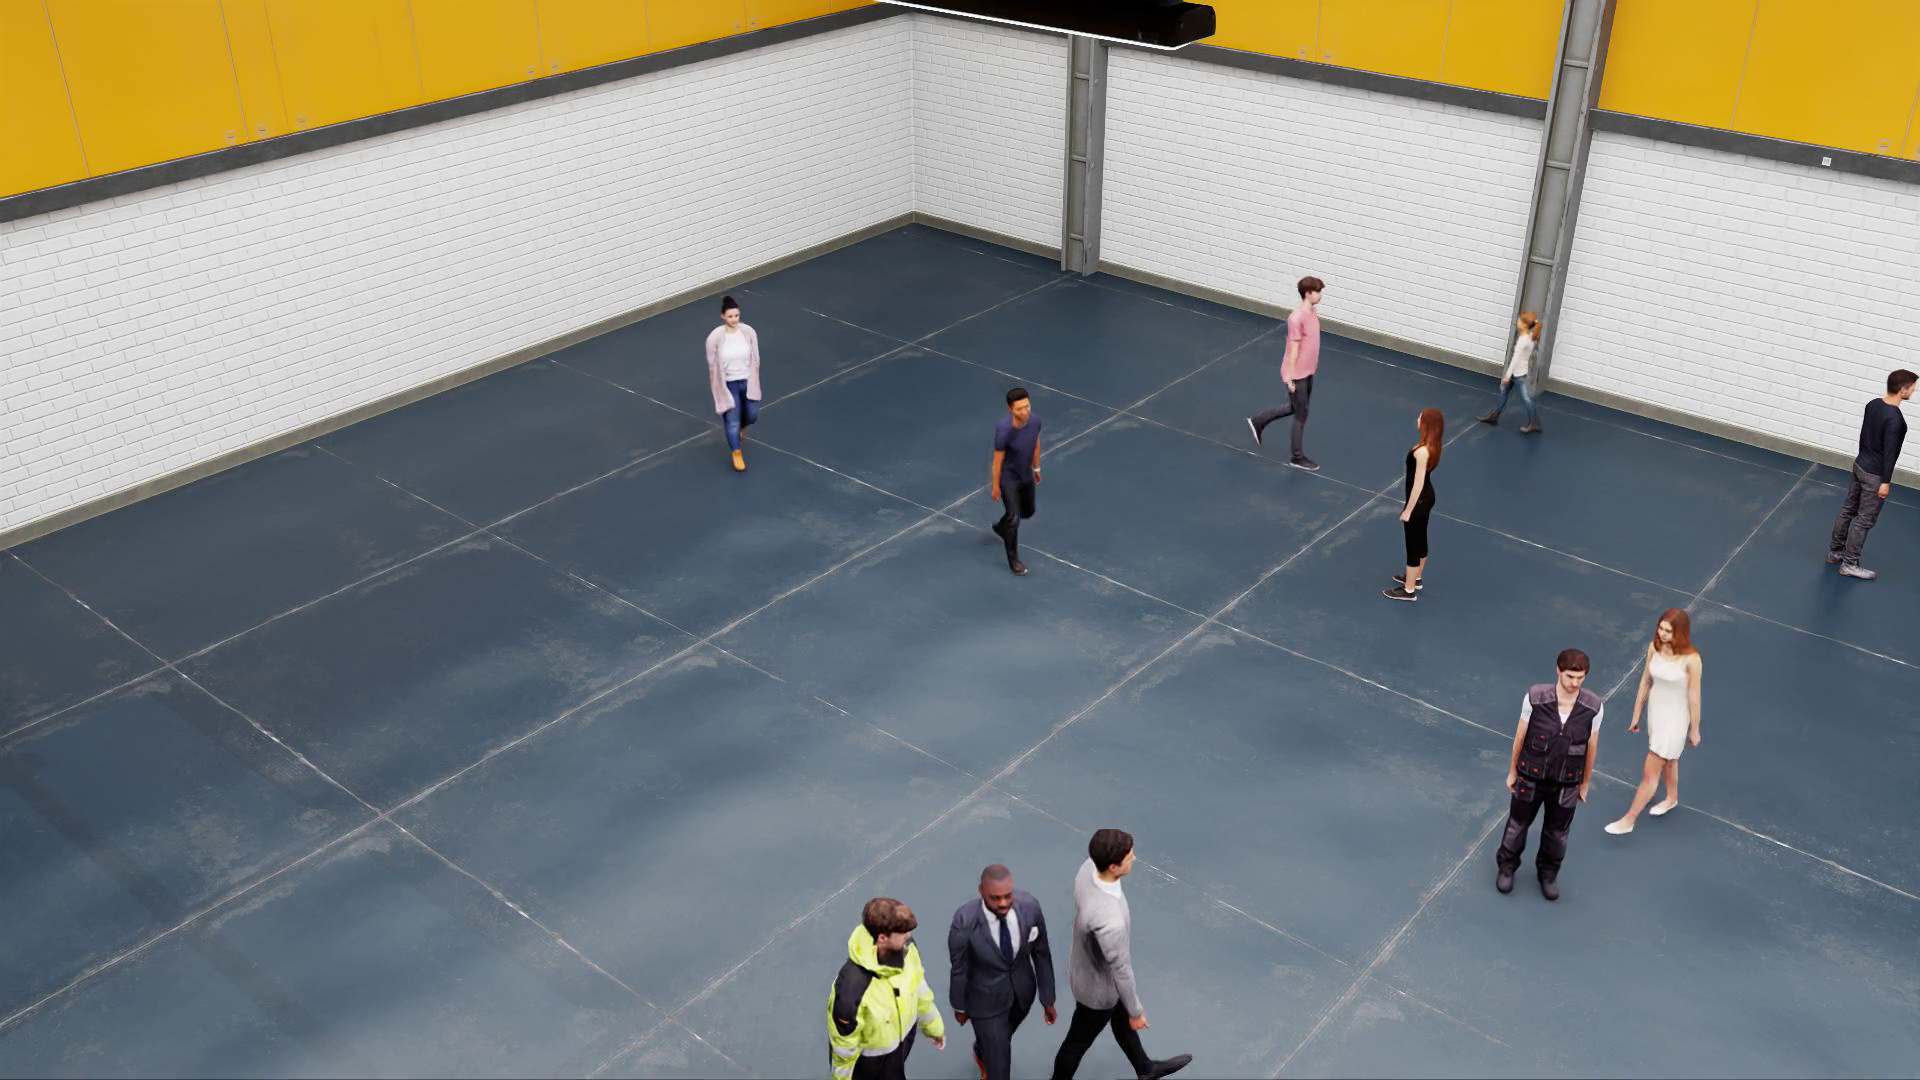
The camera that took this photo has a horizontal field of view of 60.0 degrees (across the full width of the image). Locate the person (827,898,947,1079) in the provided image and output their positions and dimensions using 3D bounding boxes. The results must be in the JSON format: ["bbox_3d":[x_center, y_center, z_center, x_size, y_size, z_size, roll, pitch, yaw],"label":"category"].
[{"bbox_3d":[-0.509,2.553,8.441,1.286,1.928,0.982,13,31,22],"label":"person"}]

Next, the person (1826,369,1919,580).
[{"bbox_3d":[7.814,-0.584,14.251,0.753,1.870,0.716,1,29,1],"label":"person"}]

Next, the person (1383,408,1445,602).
[{"bbox_3d":[3.845,-0.313,13.905,0.557,1.726,0.597,15,32,26],"label":"person"}]

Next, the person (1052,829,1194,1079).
[{"bbox_3d":[0.645,2.338,8.872,1.235,1.892,1.167,-2,29,-3],"label":"person"}]

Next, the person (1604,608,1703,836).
[{"bbox_3d":[4.841,1.179,11.231,0.935,1.668,1.016,-15,32,-25],"label":"person"}]

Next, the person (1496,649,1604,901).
[{"bbox_3d":[3.724,1.471,10.512,0.682,1.843,0.803,7,29,13],"label":"person"}]

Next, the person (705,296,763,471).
[{"bbox_3d":[-2.214,-1.563,16.194,0.899,1.729,1.013,-11,31,-20],"label":"person"}]

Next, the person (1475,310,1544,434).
[{"bbox_3d":[5.730,-1.668,16.846,0.936,1.288,0.598,15,32,26],"label":"person"}]

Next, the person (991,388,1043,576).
[{"bbox_3d":[0.449,-0.561,14.317,0.765,1.767,0.918,-25,37,-38],"label":"person"}]

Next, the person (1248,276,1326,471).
[{"bbox_3d":[3.192,-1.627,16.093,1.069,1.938,0.723,17,33,28],"label":"person"}]

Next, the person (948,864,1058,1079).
[{"bbox_3d":[0.190,2.401,8.865,1.015,1.788,1.301,-13,31,-22],"label":"person"}]
